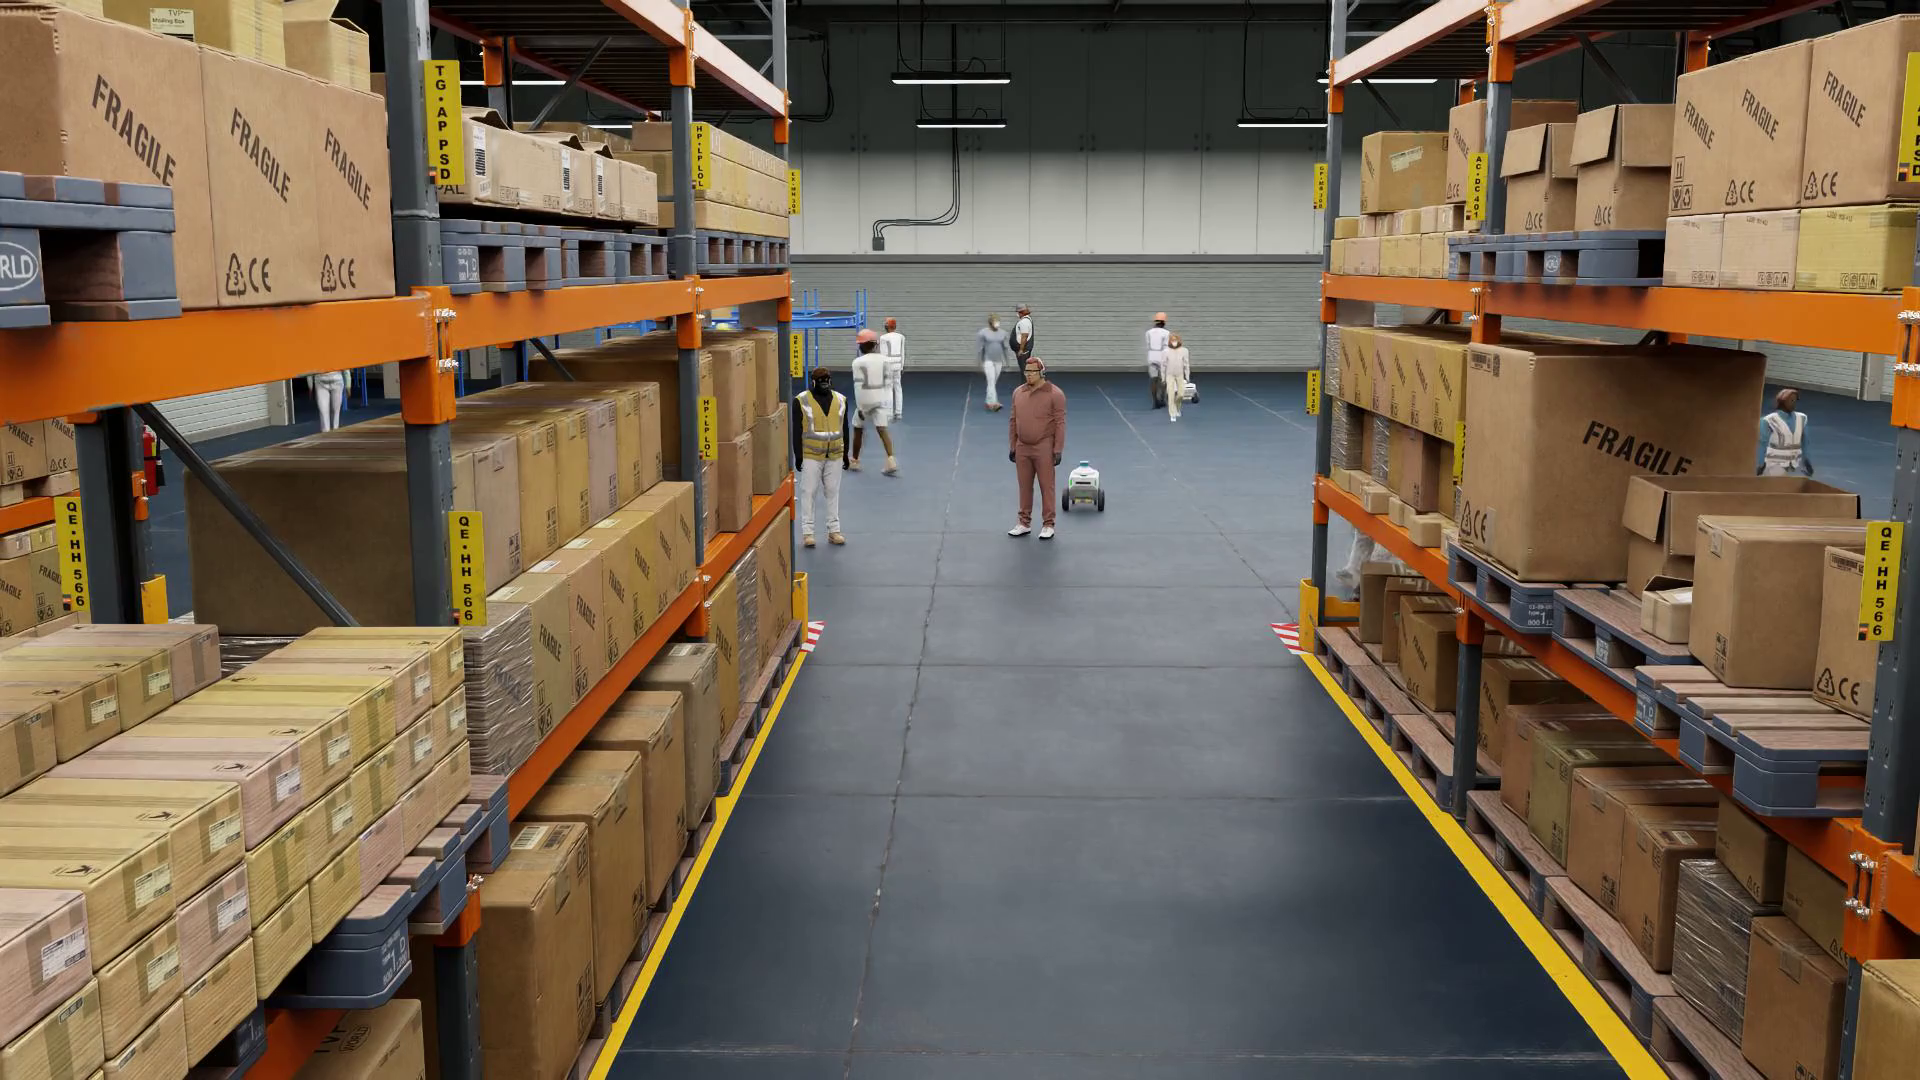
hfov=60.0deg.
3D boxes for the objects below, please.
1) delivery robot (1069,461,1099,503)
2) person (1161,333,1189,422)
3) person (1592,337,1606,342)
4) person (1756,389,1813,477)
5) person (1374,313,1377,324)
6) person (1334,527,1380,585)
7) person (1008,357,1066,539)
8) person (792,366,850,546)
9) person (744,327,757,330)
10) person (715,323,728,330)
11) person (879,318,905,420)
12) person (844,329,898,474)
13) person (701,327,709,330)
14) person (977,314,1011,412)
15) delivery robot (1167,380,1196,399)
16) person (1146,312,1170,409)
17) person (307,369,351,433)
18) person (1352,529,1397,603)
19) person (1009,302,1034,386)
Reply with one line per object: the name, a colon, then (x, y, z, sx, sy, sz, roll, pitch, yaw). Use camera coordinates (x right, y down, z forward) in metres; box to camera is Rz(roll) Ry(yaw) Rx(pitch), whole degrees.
delivery robot: (1.477, -0.694, 19.791, 0.477, 0.478, 0.707, 1, 10, 6)
person: (3.931, -2.987, 30.477, 0.529, 1.618, 0.425, 0, 9, 0)
person: (9.500, -2.164, 25.036, 0.517, 1.805, 0.939, -7, 12, -37)
person: (8.608, -0.801, 17.465, 0.508, 1.602, 0.859, -2, 10, -13)
person: (10.636, -5.305, 43.521, 0.641, 1.909, 0.409, 7, 12, 36)
person: (3.507, -0.464, 14.673, 0.588, 1.845, 0.888, -5, 11, -28)
person: (0.788, -0.972, 17.573, 0.651, 1.906, 0.403, 6, 11, 32)
person: (-1.419, -0.869, 17.148, 0.625, 1.844, 0.429, -4, 10, -25)
person: (-3.815, -3.066, 30.291, 0.575, 1.843, 0.375, 0, 9, 0)
person: (-3.961, -2.664, 27.716, 0.497, 1.899, 0.698, -6, 11, -32)
person: (-1.278, -3.183, 30.884, 0.573, 1.883, 0.356, -9, 13, -42)
person: (-1.220, -1.903, 22.923, 0.613, 1.997, 1.061, -7, 12, -34)
person: (-4.562, -2.848, 29.014, 0.802, 1.848, 0.520, 4, 10, 24)
person: (0.687, -3.453, 32.500, 0.652, 1.879, 1.020, -5, 11, -26)
delivery robot: (4.602, -3.168, 34.611, 0.477, 0.478, 0.707, -4, 10, -22)
person: (3.973, -3.585, 33.212, 0.536, 1.912, 0.481, 5, 11, 29)
person: (-9.875, -2.394, 26.077, 0.644, 1.900, 0.957, -5, 11, -26)
person: (3.502, -0.353, 13.855, 0.434, 1.911, 0.646, -3, 10, -17)
person: (1.362, -4.262, 37.003, 0.536, 2.000, 0.676, 2, 10, 11)
